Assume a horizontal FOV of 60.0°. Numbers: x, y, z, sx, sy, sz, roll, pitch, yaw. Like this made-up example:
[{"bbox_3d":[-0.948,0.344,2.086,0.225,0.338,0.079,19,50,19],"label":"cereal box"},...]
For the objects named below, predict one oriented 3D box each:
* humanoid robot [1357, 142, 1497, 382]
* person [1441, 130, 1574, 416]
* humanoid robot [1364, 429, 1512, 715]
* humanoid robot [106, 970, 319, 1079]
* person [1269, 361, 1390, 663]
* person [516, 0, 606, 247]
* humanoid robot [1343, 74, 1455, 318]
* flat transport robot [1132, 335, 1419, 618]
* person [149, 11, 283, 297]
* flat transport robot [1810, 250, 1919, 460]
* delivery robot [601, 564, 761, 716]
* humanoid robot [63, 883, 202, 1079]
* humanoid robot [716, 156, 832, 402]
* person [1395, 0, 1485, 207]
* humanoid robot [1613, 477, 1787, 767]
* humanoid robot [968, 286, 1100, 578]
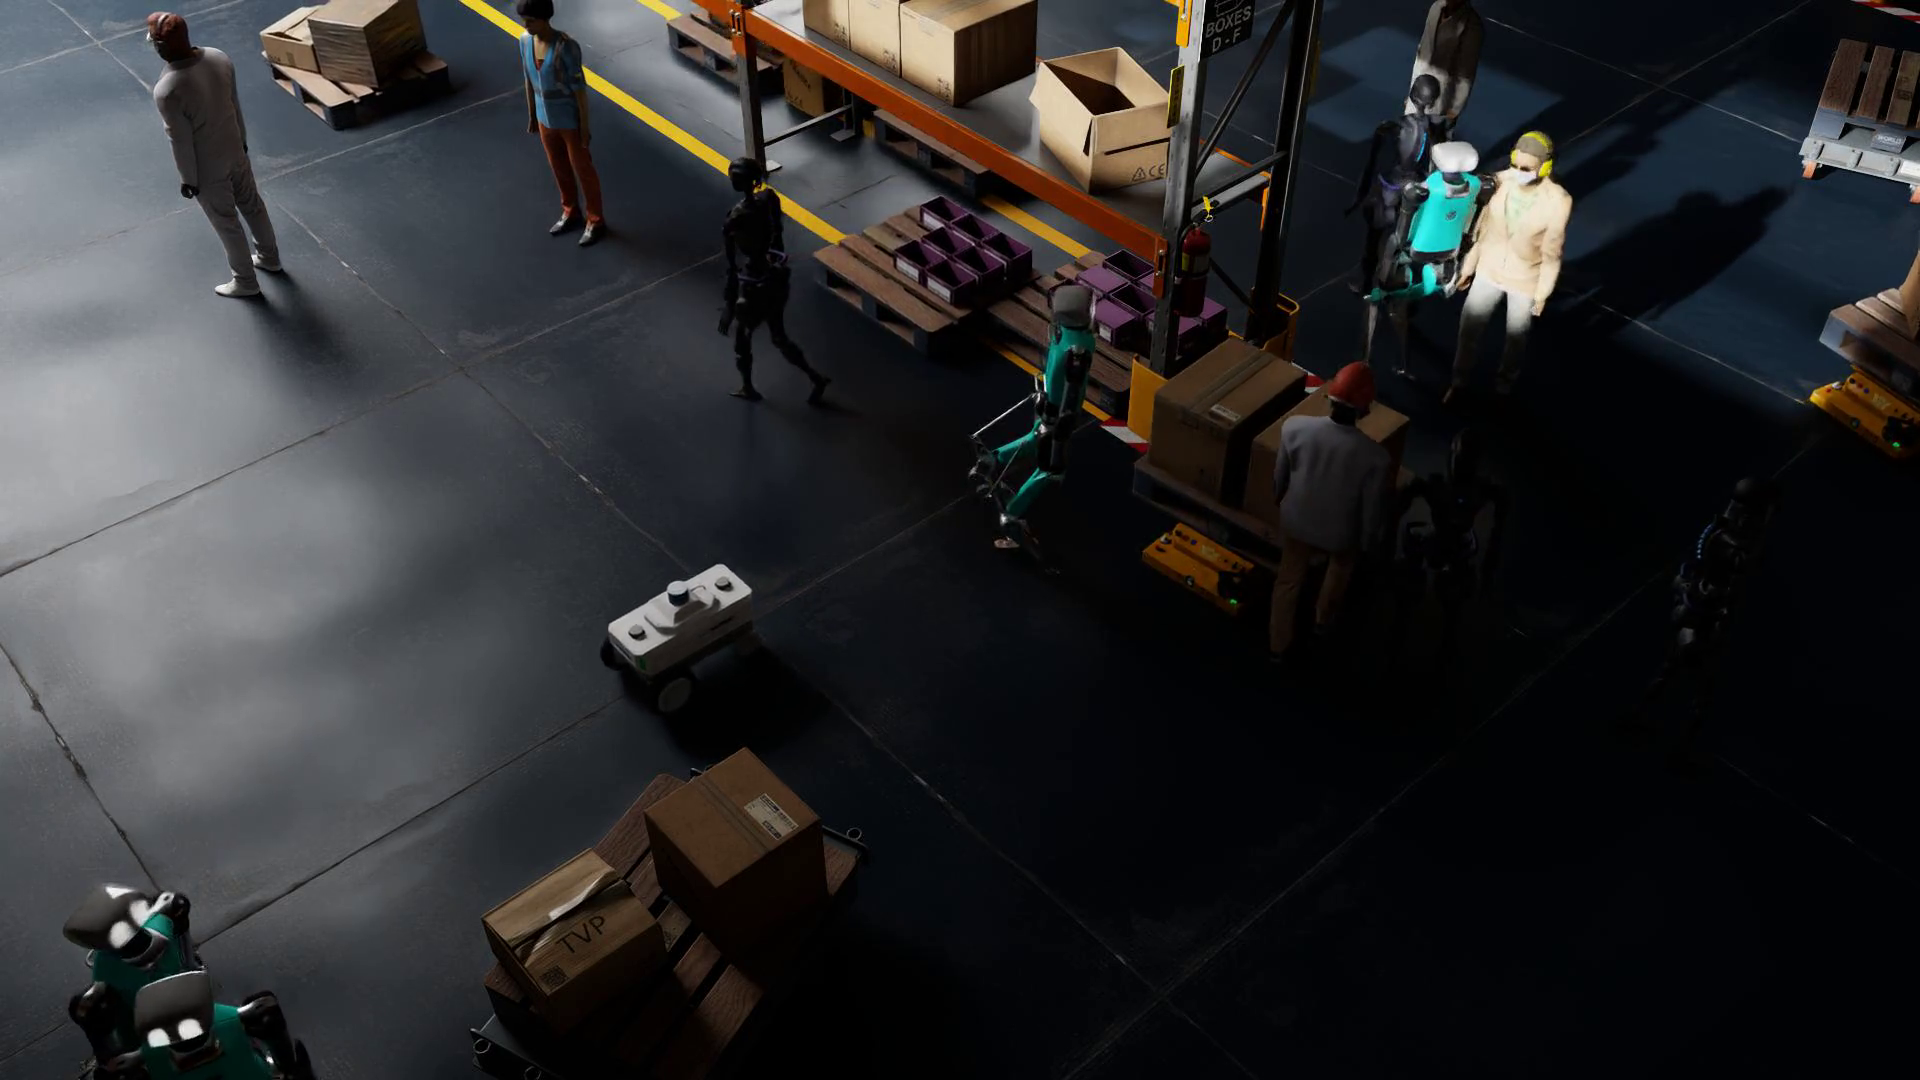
[{"bbox_3d":[2.645,-1.628,9.791,0.530,1.792,0.773,-8,43,-8],"label":"humanoid robot"},{"bbox_3d":[3.149,-1.516,9.580,0.563,1.859,0.430,28,50,27],"label":"person"},{"bbox_3d":[2.254,0.160,7.874,0.612,1.651,0.360,4,43,4],"label":"humanoid robot"},{"bbox_3d":[-2.567,1.940,5.931,0.532,1.803,0.759,-20,46,-21],"label":"humanoid robot"},{"bbox_3d":[1.807,-0.152,8.180,0.599,1.719,0.668,24,48,24],"label":"person"},{"bbox_3d":[-2.664,-2.798,11.040,0.499,1.759,0.339,20,46,20],"label":"person"},{"bbox_3d":[2.738,-2.110,10.361,0.595,1.644,0.614,-8,43,-8],"label":"humanoid robot"},{"bbox_3d":[1.714,-0.145,9.253,0.659,0.231,1.431,32,52,30],"label":"flat transport robot"},{"bbox_3d":[-4.744,-2.431,10.528,0.414,1.911,0.642,11,44,12],"label":"person"},{"bbox_3d":[5.957,-0.930,10.106,1.431,0.231,0.659,-19,46,-19],"label":"flat transport robot"},{"bbox_3d":[-1.402,0.457,8.382,0.784,0.589,0.499,-31,51,-29],"label":"delivery robot"},{"bbox_3d":[-3.024,1.854,5.980,0.751,1.759,0.629,8,43,9],"label":"humanoid robot"},{"bbox_3d":[-1.128,-1.458,9.661,0.683,1.636,0.610,20,46,20],"label":"humanoid robot"},{"bbox_3d":[3.197,-2.980,11.180,0.365,1.836,0.509,-18,46,-19],"label":"person"},{"bbox_3d":[3.474,0.351,7.676,0.474,1.654,0.609,9,43,10],"label":"humanoid robot"},{"bbox_3d":[0.305,-0.524,8.600,0.763,1.792,0.537,-1,43,-1],"label":"humanoid robot"}]
